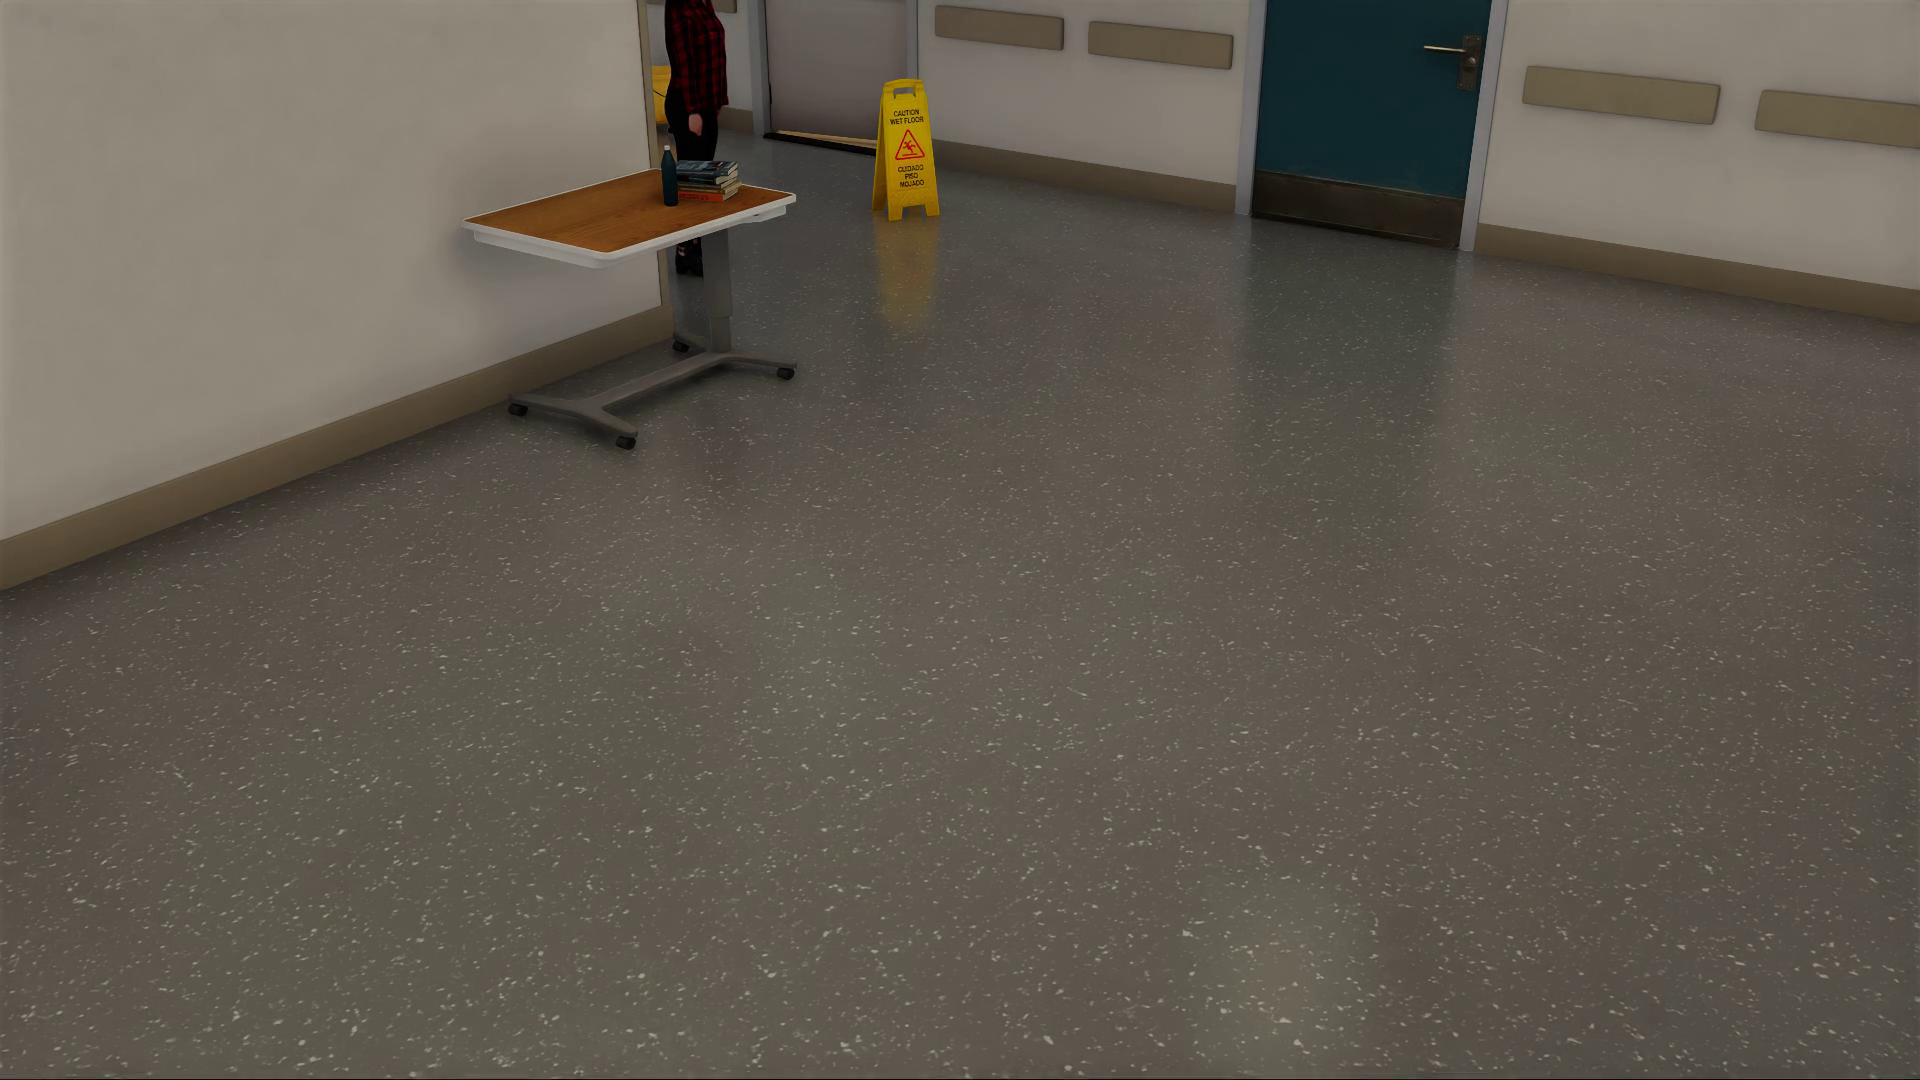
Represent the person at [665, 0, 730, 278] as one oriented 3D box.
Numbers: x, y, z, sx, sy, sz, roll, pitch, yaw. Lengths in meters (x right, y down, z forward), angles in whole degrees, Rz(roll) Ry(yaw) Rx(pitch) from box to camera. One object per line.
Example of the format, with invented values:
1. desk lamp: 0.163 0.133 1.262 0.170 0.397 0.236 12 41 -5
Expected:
1. person: -1.341 -2.154 8.290 0.657 1.649 0.657 4 26 8
